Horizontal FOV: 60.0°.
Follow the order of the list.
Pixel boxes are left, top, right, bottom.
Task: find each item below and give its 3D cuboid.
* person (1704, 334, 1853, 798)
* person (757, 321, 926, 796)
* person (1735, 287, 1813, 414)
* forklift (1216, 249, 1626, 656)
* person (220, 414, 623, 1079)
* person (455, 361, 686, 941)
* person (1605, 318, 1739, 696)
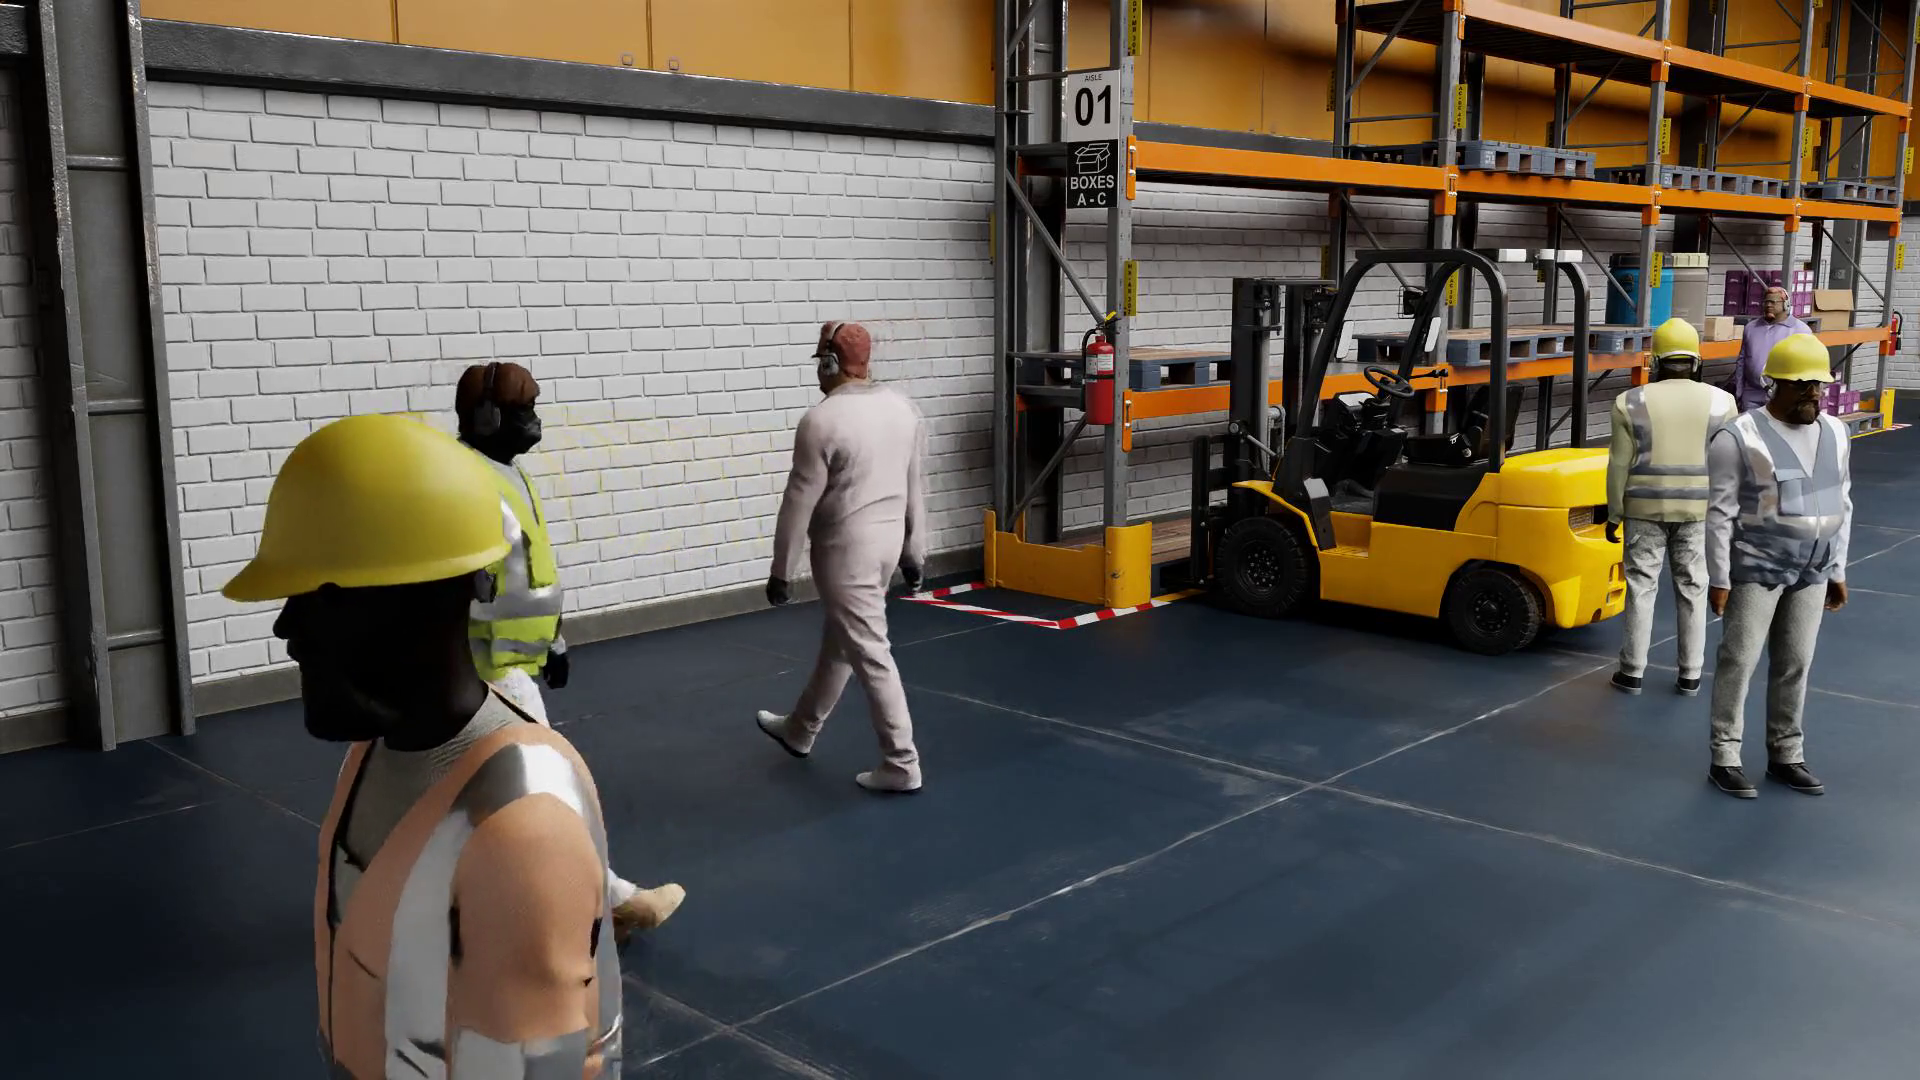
[{"bbox_3d":[3.208,0.108,6.519,0.593,1.826,0.403,-2,9,-11],"label":"person"},{"bbox_3d":[-0.511,0.061,6.682,0.976,1.852,0.676,6,11,33],"label":"person"},{"bbox_3d":[7.359,-1.342,15.147,0.406,1.911,0.639,-8,12,-40],"label":"person"},{"bbox_3d":[2.710,-0.584,9.626,2.313,2.155,1.214,9,13,43],"label":"forklift"},{"bbox_3d":[-0.661,0.817,1.890,0.650,1.907,0.612,-7,11,-35],"label":"person"},{"bbox_3d":[-1.348,0.357,5.079,0.964,1.787,0.649,0,9,-3],"label":"person"},{"bbox_3d":[3.428,-0.151,8.064,0.587,1.837,0.404,2,9,11],"label":"person"}]
